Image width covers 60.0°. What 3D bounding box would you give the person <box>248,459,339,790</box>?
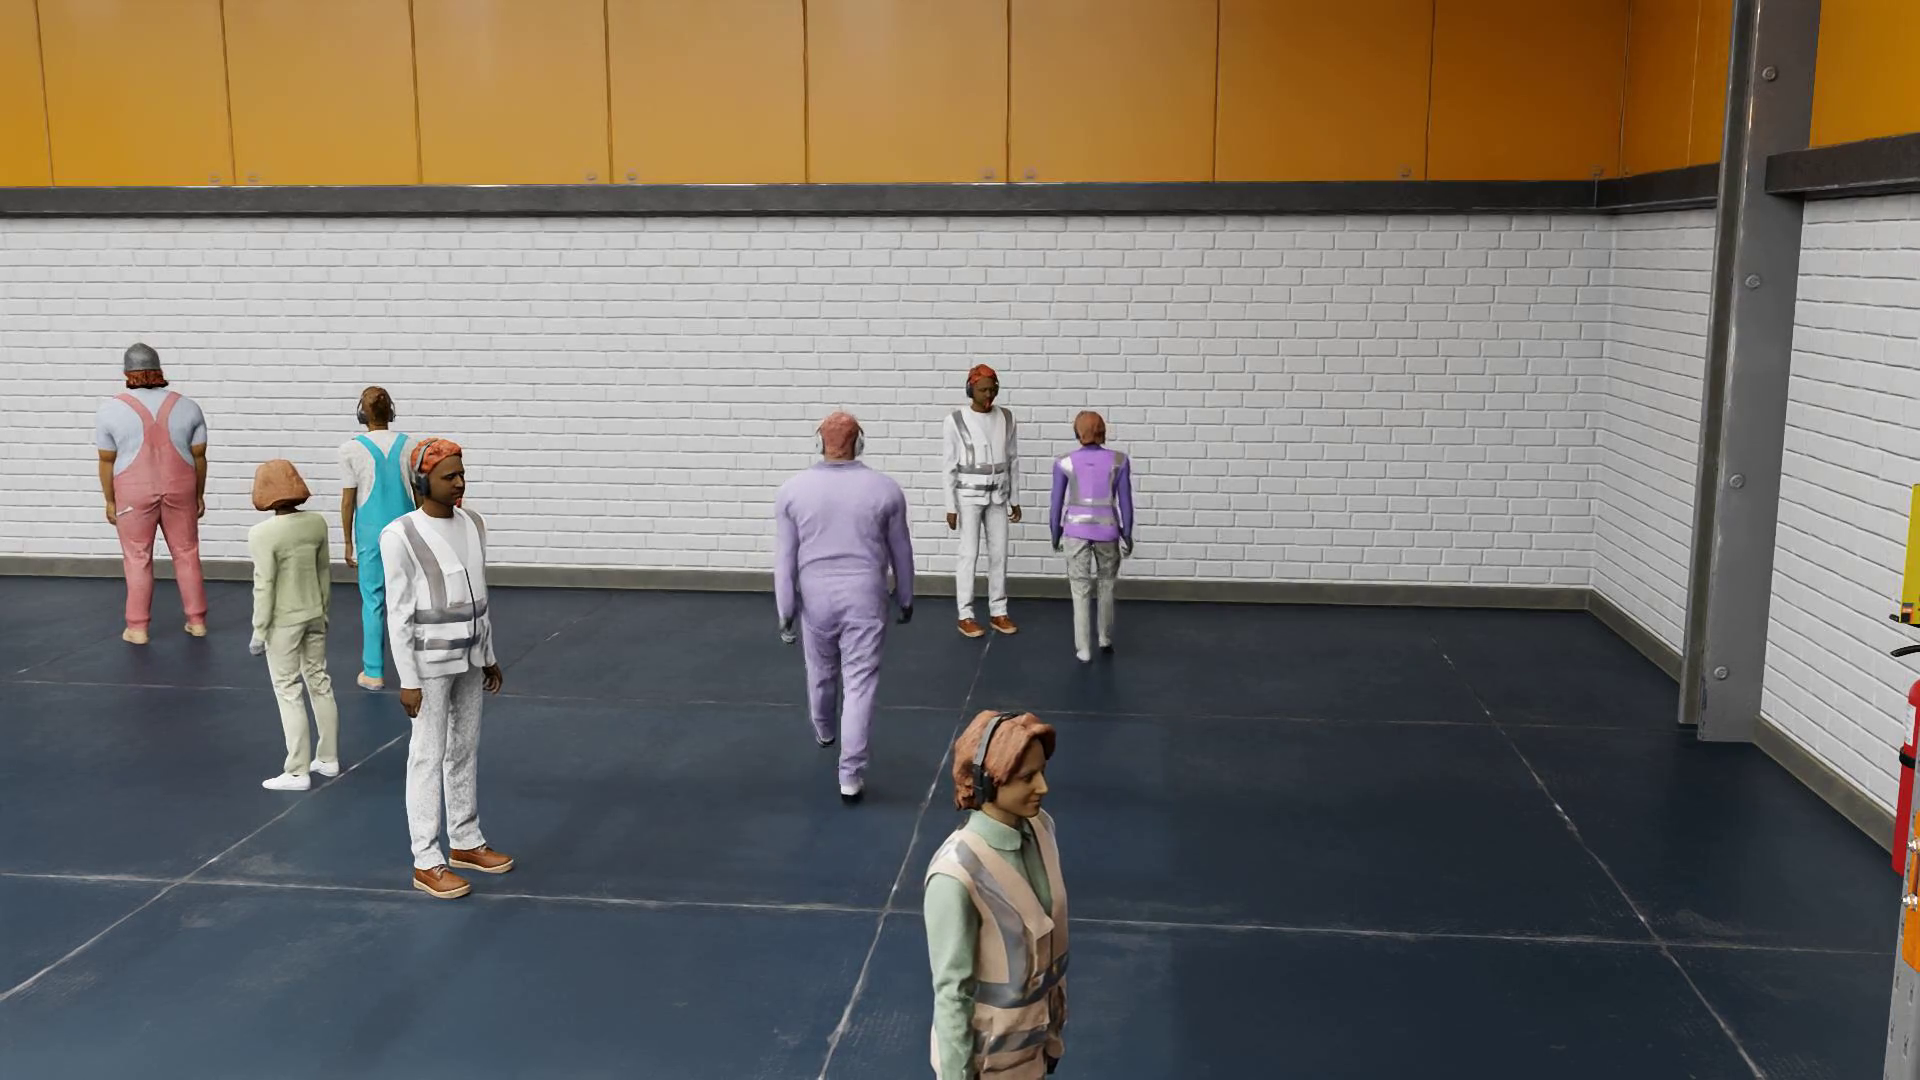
[{"bbox_3d":[-3.295,0.416,8.199,0.266,1.631,0.509,3,10,19],"label":"person"}]

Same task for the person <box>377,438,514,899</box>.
[{"bbox_3d":[-2.124,0.518,6.899,0.355,1.883,0.575,4,11,21],"label":"person"}]

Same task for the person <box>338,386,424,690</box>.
[{"bbox_3d":[-3.483,-0.013,10.088,0.502,1.837,0.350,-7,12,-33],"label":"person"}]

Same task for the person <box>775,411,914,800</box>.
[{"bbox_3d":[-0.555,0.279,8.323,0.666,1.850,1.027,1,10,5],"label":"person"}]

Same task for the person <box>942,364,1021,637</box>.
[{"bbox_3d":[0.148,-0.268,11.430,0.585,1.878,0.364,-6,11,-29],"label":"person"}]

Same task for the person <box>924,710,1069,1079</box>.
[{"bbox_3d":[0.086,1.183,3.790,0.306,1.639,0.524,5,11,26],"label":"person"}]

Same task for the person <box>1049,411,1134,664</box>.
[{"bbox_3d":[0.848,-0.037,10.815,0.539,1.611,0.643,0,10,1],"label":"person"}]

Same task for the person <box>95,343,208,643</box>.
[{"bbox_3d":[-5.490,-0.334,11.324,0.683,2.000,0.535,-7,12,-37],"label":"person"}]
